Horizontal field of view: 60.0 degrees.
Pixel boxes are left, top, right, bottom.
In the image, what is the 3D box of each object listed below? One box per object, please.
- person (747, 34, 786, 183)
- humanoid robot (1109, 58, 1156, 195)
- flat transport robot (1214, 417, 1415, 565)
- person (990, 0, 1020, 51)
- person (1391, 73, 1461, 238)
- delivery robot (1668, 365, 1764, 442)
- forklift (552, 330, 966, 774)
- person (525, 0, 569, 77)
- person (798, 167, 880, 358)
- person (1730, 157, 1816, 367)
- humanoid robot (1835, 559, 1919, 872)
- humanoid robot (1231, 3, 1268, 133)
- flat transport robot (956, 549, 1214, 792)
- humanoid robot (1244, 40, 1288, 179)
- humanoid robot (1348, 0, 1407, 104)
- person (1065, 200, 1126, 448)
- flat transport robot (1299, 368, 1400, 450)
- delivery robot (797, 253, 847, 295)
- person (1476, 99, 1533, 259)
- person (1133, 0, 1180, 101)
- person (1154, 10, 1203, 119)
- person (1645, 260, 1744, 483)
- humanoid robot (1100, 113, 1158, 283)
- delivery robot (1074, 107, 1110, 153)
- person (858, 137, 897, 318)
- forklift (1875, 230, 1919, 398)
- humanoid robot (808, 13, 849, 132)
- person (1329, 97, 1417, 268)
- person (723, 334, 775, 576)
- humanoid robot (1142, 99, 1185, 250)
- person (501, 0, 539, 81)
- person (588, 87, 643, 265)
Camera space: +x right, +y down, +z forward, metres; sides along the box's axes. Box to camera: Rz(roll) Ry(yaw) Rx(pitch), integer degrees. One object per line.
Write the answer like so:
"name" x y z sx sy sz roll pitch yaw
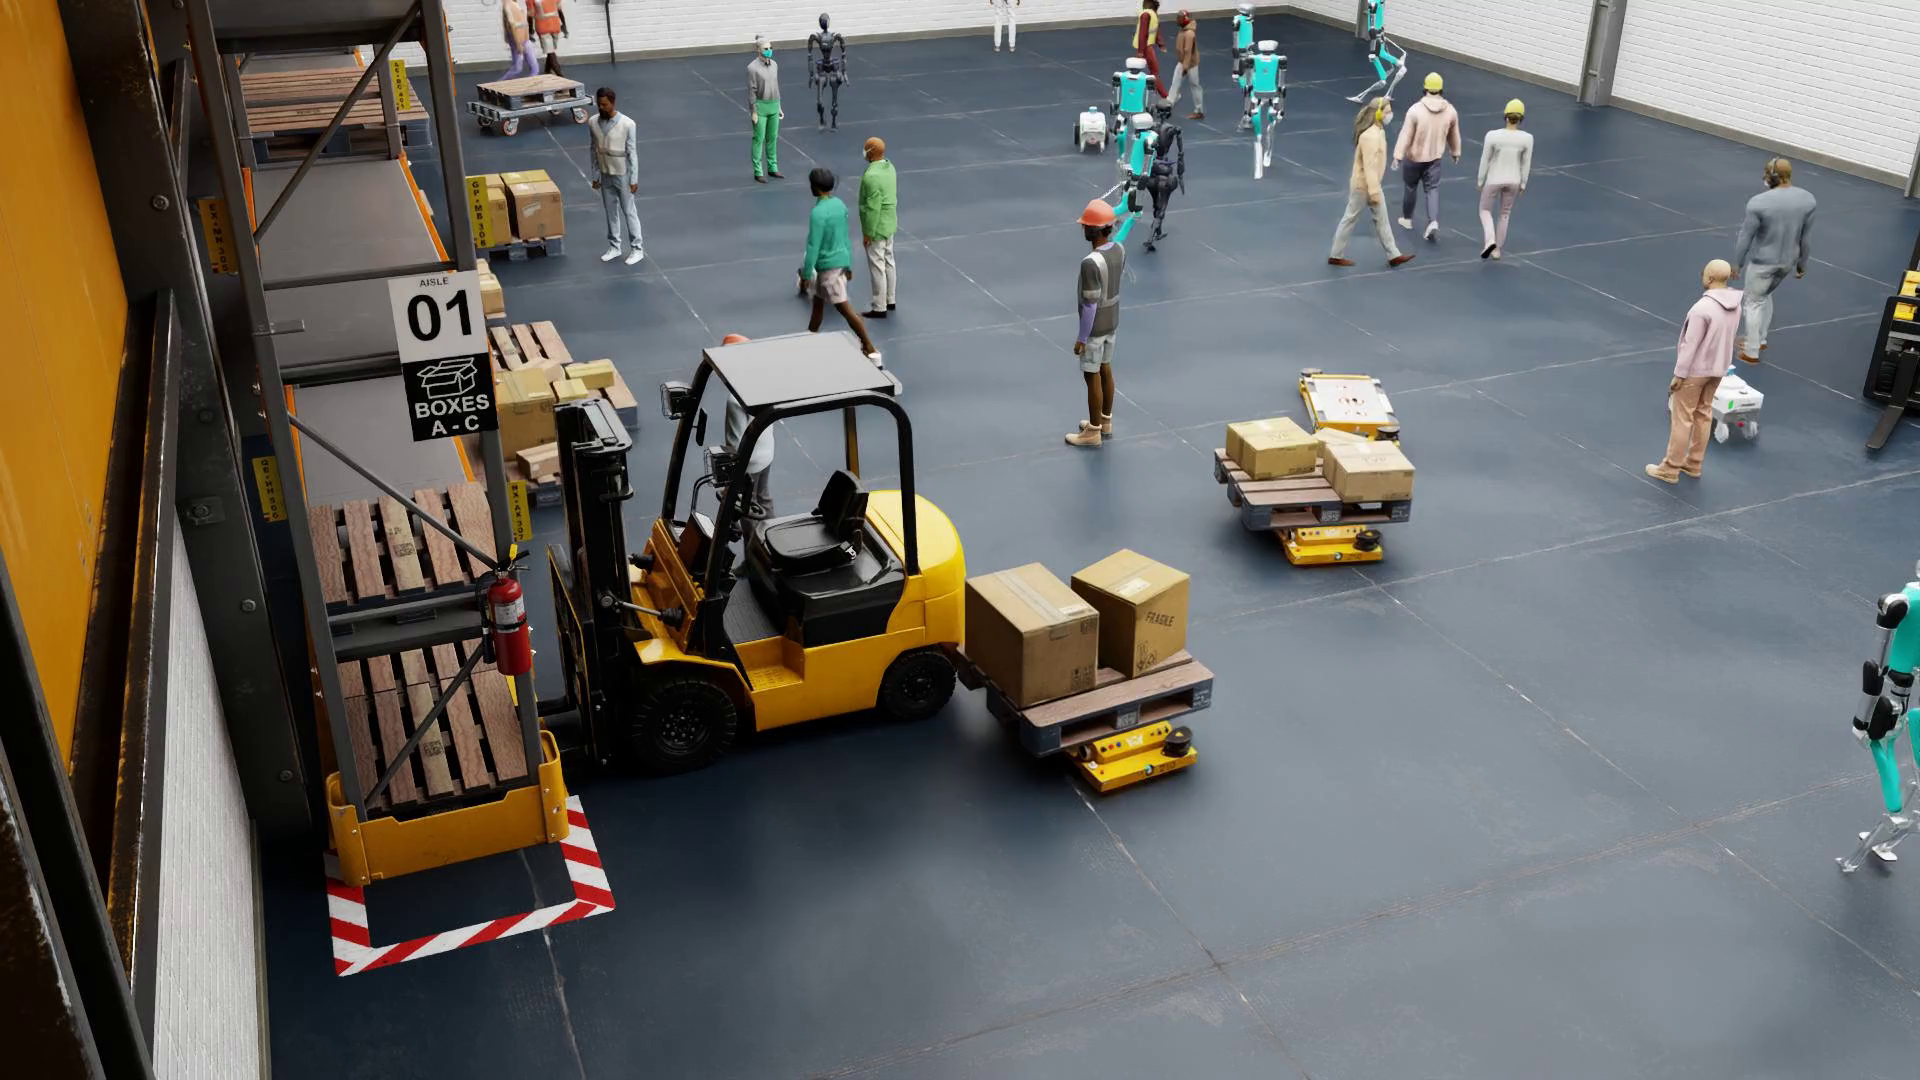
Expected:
"person" -2.473 -5.500 21.182 0.340 1.838 0.514 22 34 36
"humanoid robot" 2.127 -5.015 20.428 0.560 1.867 0.762 6 27 12
"flat transport robot" 2.596 -0.224 12.433 0.659 0.231 1.431 -3 27 -6
"person" 0.800 -9.558 29.217 0.565 1.878 0.353 -2 27 -4
"person" 5.336 -4.390 18.981 0.813 1.832 0.895 -2 27 -3
"delivery robot" 6.414 -1.190 14.046 0.499 0.603 0.807 -5 27 -10
"forklift" -1.094 0.010 9.831 2.313 2.155 1.214 -10 28 -20
"person" -6.548 -8.028 26.132 0.992 1.903 0.641 19 32 33
"person" -1.184 -2.505 15.279 0.987 1.793 0.585 11 29 20
"person" 7.404 -2.539 15.228 0.676 1.898 0.437 -2 27 -5
"humanoid robot" 4.859 0.989 8.375 0.530 1.799 0.649 -5 27 -10
"humanoid robot" 4.176 -6.678 23.650 0.662 1.807 0.544 18 32 31
"flat transport robot" 0.744 1.003 9.993 0.659 0.231 1.431 -13 29 -24
"humanoid robot" 3.973 -5.634 21.621 0.534 1.778 1.029 7 27 13
"humanoid robot" 6.422 -7.418 25.117 0.922 1.765 0.538 12 29 22
"person" 1.091 -1.745 13.488 0.375 2.043 0.606 13 30 25
"flat transport robot" 3.314 -1.119 14.213 0.659 0.231 1.431 2 27 3
"delivery robot" -1.388 -2.717 17.094 0.499 0.614 0.818 -7 27 -13
"person" 5.905 -3.886 18.064 0.533 1.747 0.475 2 27 4
"person" 2.939 -7.483 25.248 0.922 1.720 0.461 6 27 12
"person" 3.248 -6.920 24.264 0.851 1.585 0.456 -9 28 -17
"person" 5.750 -1.293 12.888 0.537 1.774 0.417 -15 30 -27
"humanoid robot" 1.662 -3.544 17.430 0.809 1.802 0.540 -3 27 -6
"delivery robot" 1.827 -5.666 22.961 0.499 0.614 0.812 1 27 2
"person" -0.810 -3.085 16.438 0.384 1.782 0.550 10 28 18
"forklift" 9.029 -2.397 14.618 1.214 2.155 2.313 18 32 32
"humanoid robot" -1.865 -6.628 23.609 0.584 1.647 0.376 0 27 0
"person" 4.472 -3.789 17.785 0.947 1.826 0.589 11 29 20
"person" -1.477 -0.589 11.523 0.351 1.738 0.571 8 28 15
"humanoid robot" 2.226 -4.103 18.633 0.601 1.633 0.776 19 32 33
"person" -6.764 -7.611 25.420 0.829 1.801 0.573 5 27 11
"person" -3.721 -3.961 18.046 0.589 1.909 0.381 12 29 23
